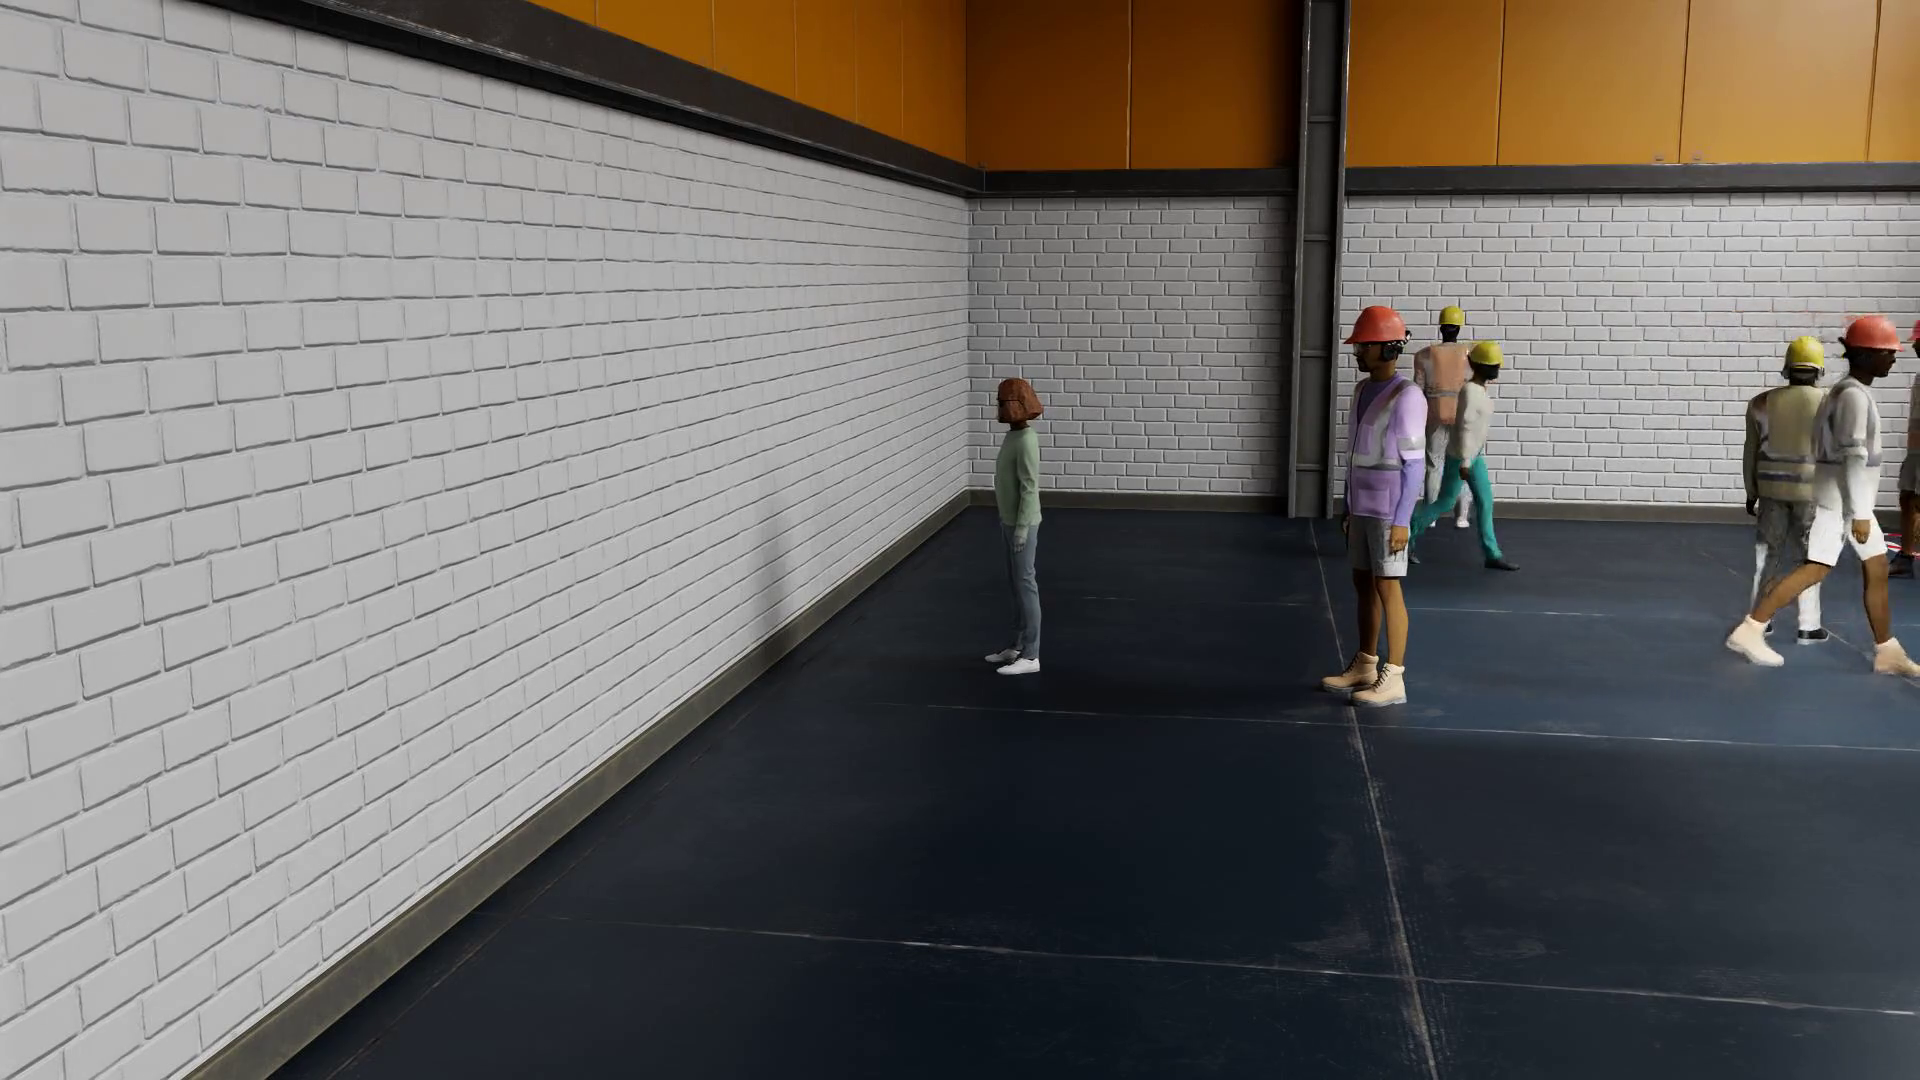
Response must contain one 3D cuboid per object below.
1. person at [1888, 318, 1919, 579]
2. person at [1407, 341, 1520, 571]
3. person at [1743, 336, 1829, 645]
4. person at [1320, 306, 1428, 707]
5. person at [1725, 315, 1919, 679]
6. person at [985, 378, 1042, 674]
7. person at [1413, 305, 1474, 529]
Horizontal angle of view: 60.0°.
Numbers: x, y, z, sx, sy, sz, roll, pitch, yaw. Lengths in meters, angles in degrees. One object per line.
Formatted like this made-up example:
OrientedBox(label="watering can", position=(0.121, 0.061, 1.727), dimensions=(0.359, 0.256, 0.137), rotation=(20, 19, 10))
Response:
OrientedBox(label="person", position=(6.960, -0.649, 11.870), dimensions=(0.650, 1.923, 0.563), rotation=(1, 9, 6))
OrientedBox(label="person", position=(3.726, -0.636, 12.433), dimensions=(0.882, 1.716, 0.565), rotation=(6, 11, 31))
OrientedBox(label="person", position=(4.998, -0.295, 9.944), dimensions=(0.593, 1.837, 0.404), rotation=(9, 12, 43))
OrientedBox(label="person", position=(2.119, -0.170, 8.531), dimensions=(0.372, 2.042, 0.615), rotation=(-3, 10, -16))
OrientedBox(label="person", position=(4.828, -0.236, 9.159), dimensions=(1.057, 1.993, 0.619), rotation=(5, 11, 31))
OrientedBox(label="person", position=(0.307, -0.077, 9.221), dimensions=(0.280, 1.633, 0.502), rotation=(-2, 9, -10))
OrientedBox(label="person", position=(4.197, -1.051, 14.352), dimensions=(0.587, 1.928, 0.381), rotation=(2, 9, 15))
